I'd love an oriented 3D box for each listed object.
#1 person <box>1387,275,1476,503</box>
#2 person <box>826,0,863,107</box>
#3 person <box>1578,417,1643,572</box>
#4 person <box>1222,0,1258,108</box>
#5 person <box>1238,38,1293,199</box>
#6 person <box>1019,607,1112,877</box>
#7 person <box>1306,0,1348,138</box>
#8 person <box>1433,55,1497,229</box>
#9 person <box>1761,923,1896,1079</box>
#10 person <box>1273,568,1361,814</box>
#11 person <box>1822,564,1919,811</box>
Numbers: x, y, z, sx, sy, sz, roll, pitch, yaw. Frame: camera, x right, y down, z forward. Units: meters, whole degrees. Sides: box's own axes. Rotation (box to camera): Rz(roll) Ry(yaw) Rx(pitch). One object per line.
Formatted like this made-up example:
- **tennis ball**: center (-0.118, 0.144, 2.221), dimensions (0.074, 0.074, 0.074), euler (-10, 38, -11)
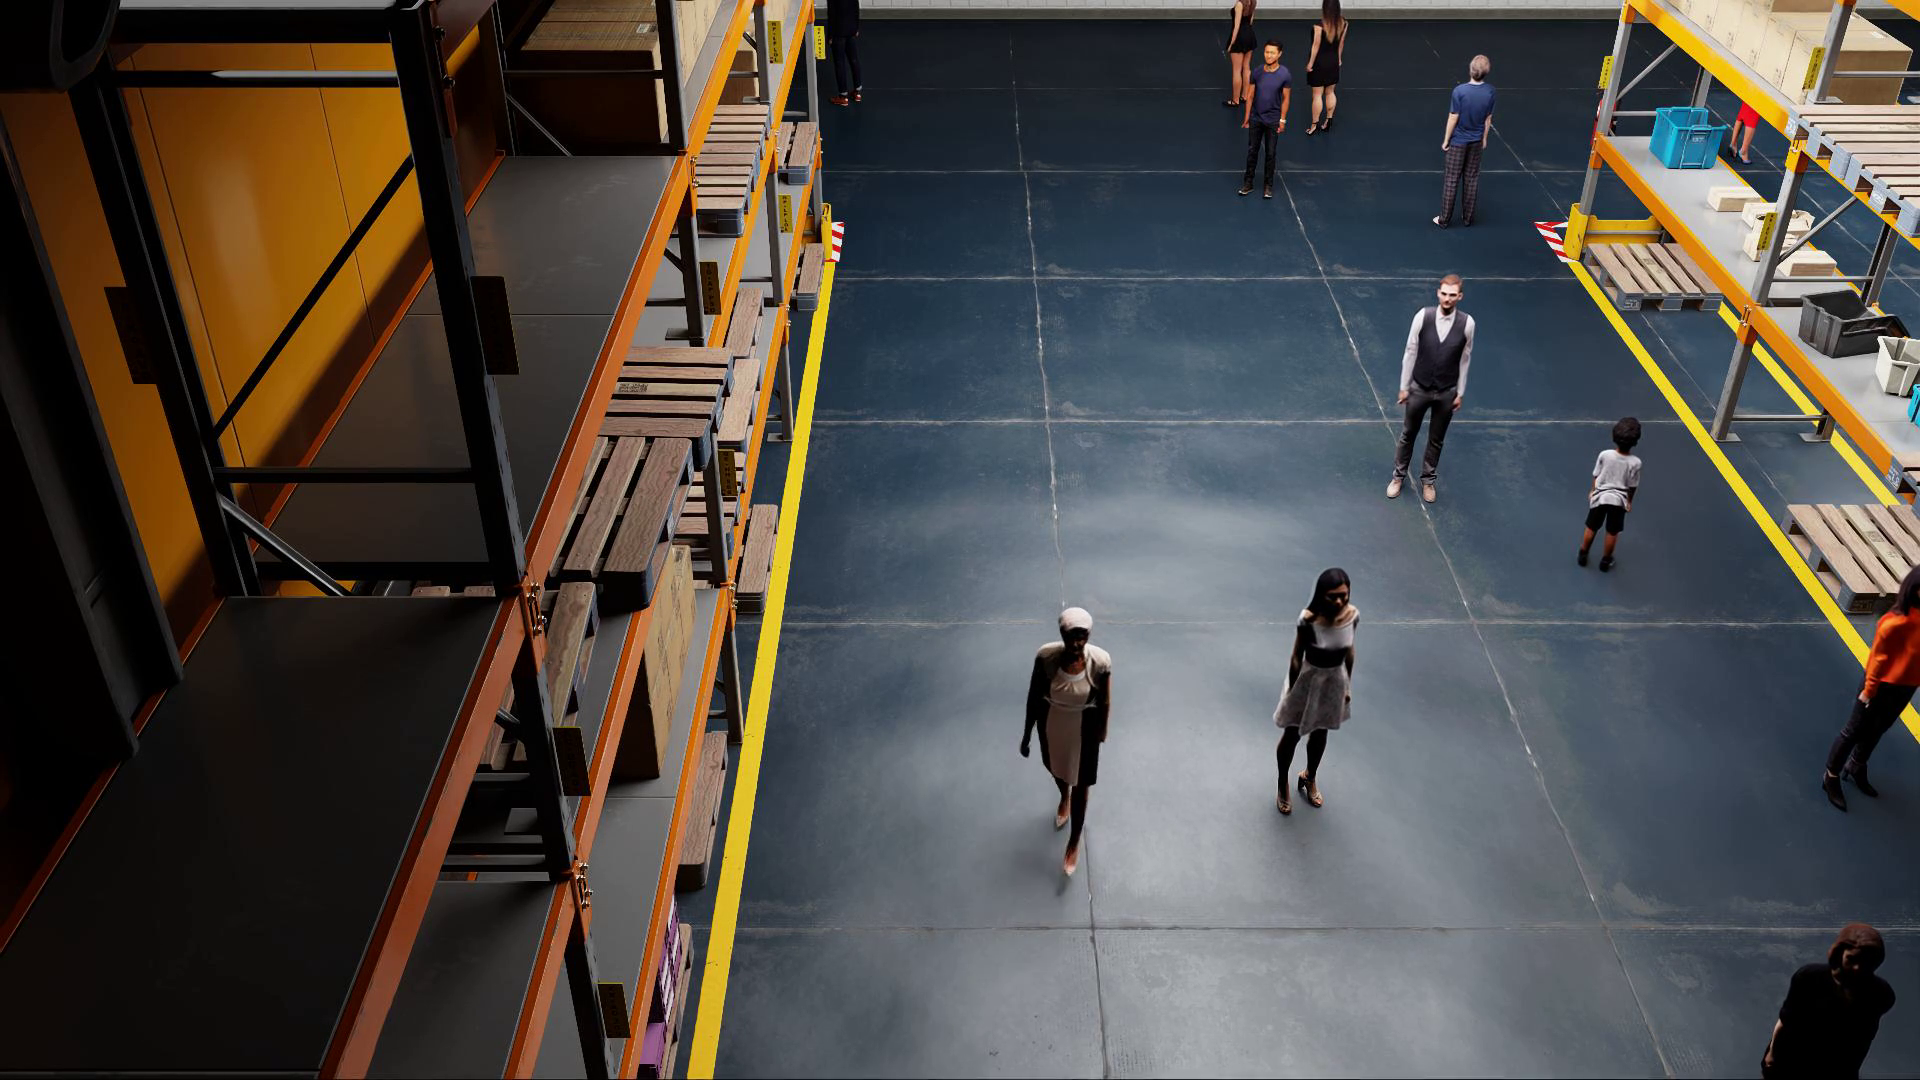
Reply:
- **person**: center (3.763, -1.222, 13.222), dimensions (0.717, 1.938, 0.647), euler (8, 35, 12)
- **person**: center (-1.492, -6.503, 21.277), dimensions (0.776, 1.817, 0.836), euler (-29, 43, -36)
- **person**: center (4.901, -0.344, 12.517), dimensions (0.555, 1.257, 0.588), euler (15, 37, 22)
- **person**: center (3.592, -6.385, 21.228), dimensions (0.740, 1.675, 0.673), euler (26, 42, 34)
- **person**: center (3.430, -4.738, 18.642), dimensions (0.709, 1.793, 0.661), euler (12, 35, 17)
- **person**: center (0.659, 1.071, 9.966), dimensions (0.794, 1.724, 1.025), euler (9, 35, 13)
- **person**: center (4.458, -5.801, 20.312), dimensions (0.764, 1.716, 0.775), euler (-18, 37, -25)
- **person**: center (5.443, -4.284, 17.889), dimensions (0.682, 1.871, 0.563), euler (-4, 34, -5)
- **person**: center (4.047, 2.447, 7.911), dimensions (0.637, 1.706, 0.589), euler (9, 35, 14)
- **person**: center (2.178, 0.919, 10.149), dimensions (0.703, 1.774, 0.703), euler (-7, 34, -10)
- **person**: center (5.712, 0.879, 10.232), dimensions (0.699, 1.748, 0.688), euler (-14, 36, -20)
